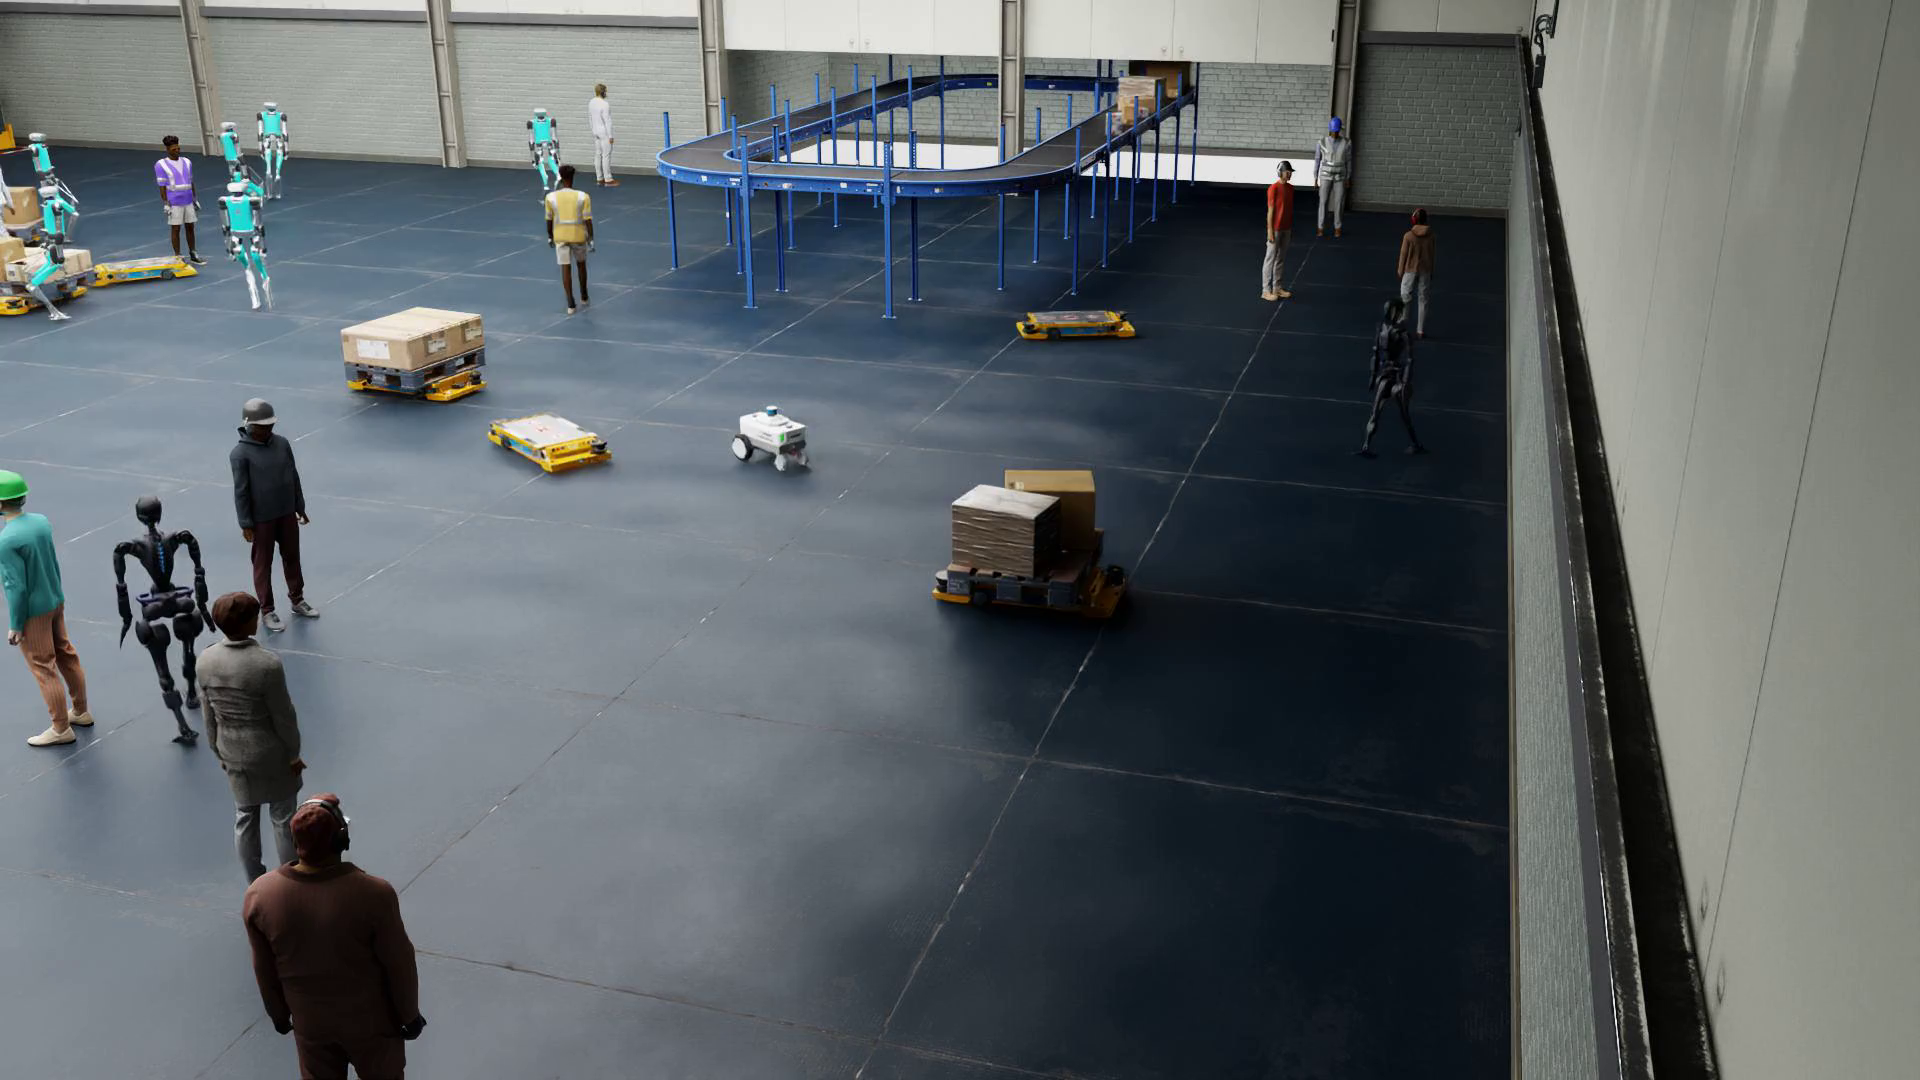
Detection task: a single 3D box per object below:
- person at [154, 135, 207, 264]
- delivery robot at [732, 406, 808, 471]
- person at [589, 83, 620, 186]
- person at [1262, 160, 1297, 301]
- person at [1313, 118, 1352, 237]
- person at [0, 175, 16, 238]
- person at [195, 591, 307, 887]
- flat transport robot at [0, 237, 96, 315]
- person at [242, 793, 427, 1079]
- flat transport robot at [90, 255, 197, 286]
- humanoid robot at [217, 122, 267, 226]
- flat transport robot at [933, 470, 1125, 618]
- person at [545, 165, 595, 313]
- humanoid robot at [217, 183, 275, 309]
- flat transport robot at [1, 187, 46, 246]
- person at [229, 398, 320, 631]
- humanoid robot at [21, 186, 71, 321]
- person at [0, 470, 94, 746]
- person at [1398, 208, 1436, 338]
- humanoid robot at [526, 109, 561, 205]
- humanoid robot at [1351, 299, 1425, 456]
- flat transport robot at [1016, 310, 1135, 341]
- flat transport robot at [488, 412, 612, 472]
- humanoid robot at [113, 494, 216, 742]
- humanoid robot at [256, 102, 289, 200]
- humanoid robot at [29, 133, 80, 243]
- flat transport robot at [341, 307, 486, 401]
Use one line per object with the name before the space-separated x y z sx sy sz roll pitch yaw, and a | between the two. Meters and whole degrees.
person | -11.749 -5.106 25.065 0.368 1.966 0.603 11 24 27
delivery robot | -1.874 -1.021 16.454 0.789 0.614 0.499 20 28 41
person | -6.909 -7.842 32.199 0.355 1.937 0.634 -19 28 -40
person | 4.448 -4.283 23.006 0.480 1.911 0.393 -18 27 -38
person | 6.117 -5.959 27.330 0.617 1.932 0.416 1 21 4
person | -14.535 -4.982 24.901 0.942 1.849 0.599 6 22 14
person | -3.812 1.146 9.042 0.502 1.828 0.369 3 21 9
flat transport robot | -12.721 -3.343 22.848 0.659 0.231 1.431 4 21 10
person | -2.550 1.924 6.917 0.651 1.904 0.406 1 21 2
flat transport robot | -12.051 -3.951 24.424 1.431 0.231 0.659 -14 25 -32
humanoid robot | -12.098 -6.201 28.267 0.577 1.814 0.712 17 27 37
flat transport robot | 0.555 0.355 13.257 1.431 0.231 0.659 6 22 15
person | -5.272 -4.109 22.526 0.629 1.923 0.921 -4 21 -10
humanoid robot | -9.527 -3.890 22.361 0.541 1.878 0.734 -2 21 -6
flat transport robot | -15.239 -4.726 26.437 0.659 0.231 1.431 -3 21 -8
person | -5.205 -0.207 12.582 0.381 1.806 0.552 15 25 33
humanoid robot | -11.957 -3.716 21.647 0.733 1.702 0.530 -17 27 -37
person | -6.019 0.440 10.805 0.362 1.872 0.529 1 21 3
person | 5.749 -3.351 20.956 0.462 1.648 0.326 -1 21 -2
humanoid robot | -7.382 -6.792 29.753 0.542 1.764 0.909 -10 23 -24
humanoid robot | 4.315 -1.600 16.462 0.802 1.624 0.600 -11 23 -25
flat transport robot | 1.476 -2.750 21.309 1.431 0.231 0.659 -2 21 -6
flat transport robot | -4.152 -0.997 16.763 0.659 0.231 1.431 -17 27 -36
humanoid robot | -5.270 0.494 11.022 0.590 1.645 0.781 -16 26 -36
humanoid robot | -12.684 -7.149 30.674 0.556 1.748 0.881 -4 21 -9
humanoid robot | -14.457 -5.634 26.749 0.678 1.795 0.532 -4 22 -11
flat transport robot | -6.161 -1.814 18.883 1.431 0.231 0.659 9 23 23
